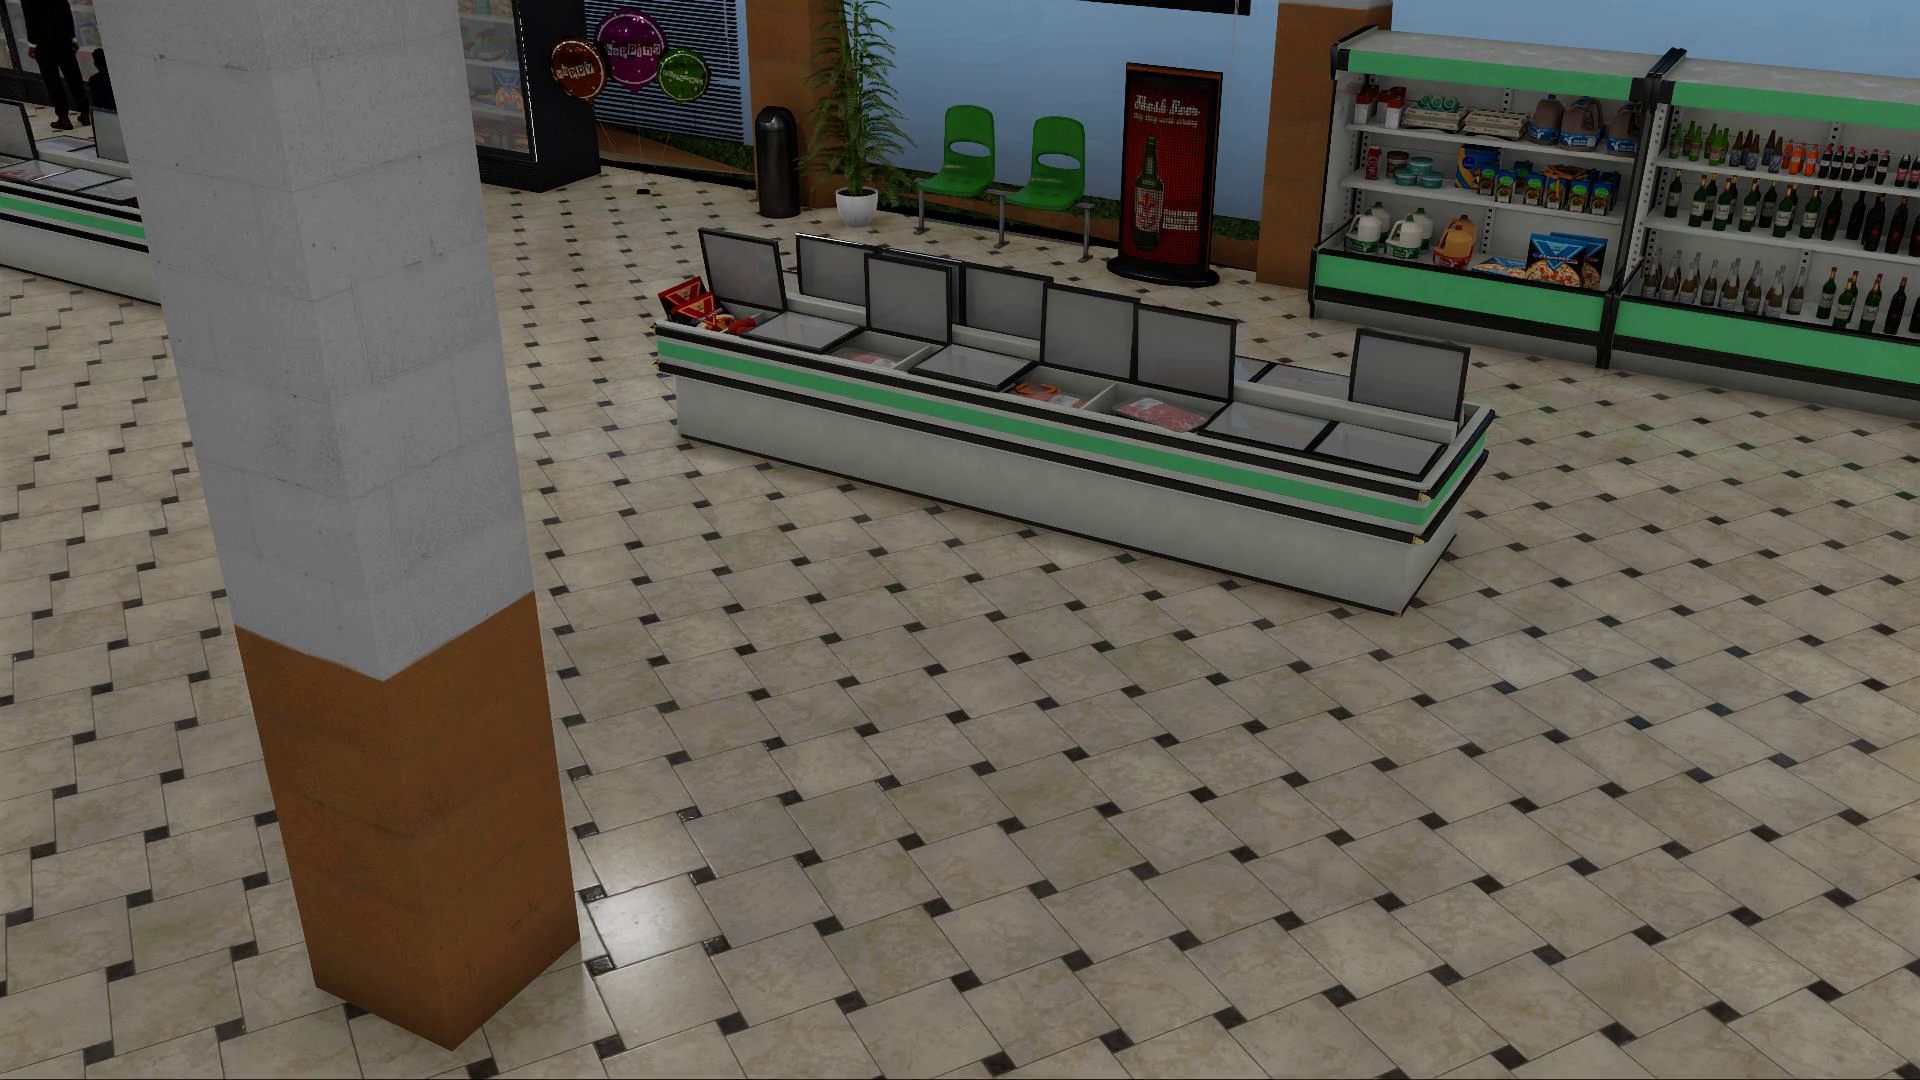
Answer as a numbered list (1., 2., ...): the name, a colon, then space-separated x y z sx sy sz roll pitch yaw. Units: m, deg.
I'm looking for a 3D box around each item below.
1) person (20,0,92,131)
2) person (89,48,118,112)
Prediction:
1. person: -10.014 -5.518 18.340 0.663 1.902 0.733 20 33 34
2. person: -8.390 -4.229 16.497 0.586 1.270 0.571 24 35 38
